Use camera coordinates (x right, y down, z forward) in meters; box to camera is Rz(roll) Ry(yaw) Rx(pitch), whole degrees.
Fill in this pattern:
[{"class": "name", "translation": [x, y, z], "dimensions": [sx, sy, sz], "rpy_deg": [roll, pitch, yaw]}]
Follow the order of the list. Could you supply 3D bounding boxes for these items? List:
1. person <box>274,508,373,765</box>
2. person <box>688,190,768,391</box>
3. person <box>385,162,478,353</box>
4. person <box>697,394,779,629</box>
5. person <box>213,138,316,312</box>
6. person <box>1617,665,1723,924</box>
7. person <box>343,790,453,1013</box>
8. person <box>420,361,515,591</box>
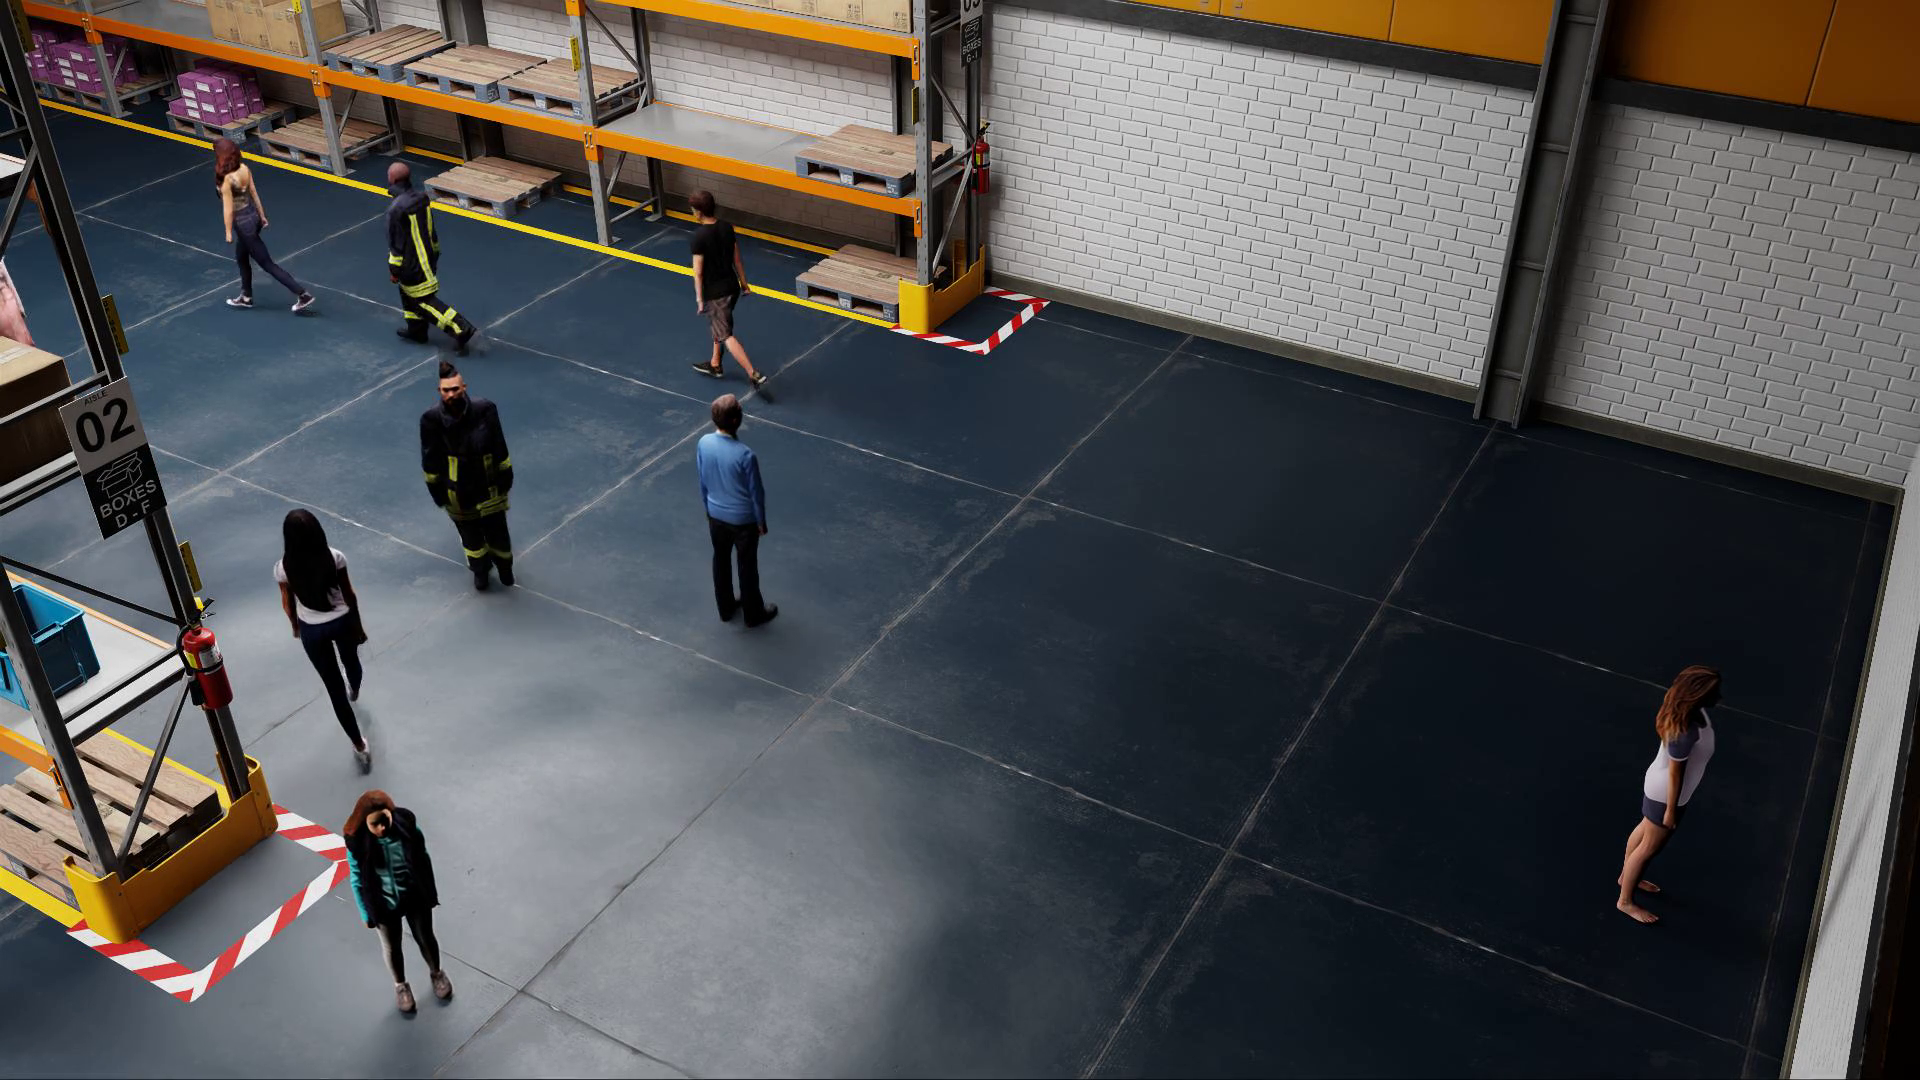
[{"class": "person", "translation": [-3.977, 0.653, 10.516], "dimensions": [1.004, 1.725, 1.206], "rpy_deg": [-16, 37, -22]}, {"class": "person", "translation": [-2.037, -2.153, 14.649], "dimensions": [1.165, 1.824, 0.773], "rpy_deg": [22, 39, 29]}, {"class": "person", "translation": [-4.946, -2.574, 15.306], "dimensions": [1.260, 1.797, 0.978], "rpy_deg": [7, 34, 10]}, {"class": "person", "translation": [-1.603, -0.207, 11.727], "dimensions": [0.482, 1.817, 0.712], "rpy_deg": [17, 37, 24]}, {"class": "person", "translation": [-6.740, -2.974, 15.968], "dimensions": [1.264, 1.729, 0.953], "rpy_deg": [3, 34, 5]}, {"class": "person", "translation": [3.984, 1.402, 9.383], "dimensions": [0.569, 1.733, 0.612], "rpy_deg": [14, 36, 20]}, {"class": "person", "translation": [-2.996, 1.892, 8.858], "dimensions": [0.675, 1.498, 0.716], "rpy_deg": [-16, 37, -23]}, {"class": "person", "translation": [-3.565, -0.493, 12.124], "dimensions": [0.908, 1.853, 0.962], "rpy_deg": [-10, 35, -14]}]
